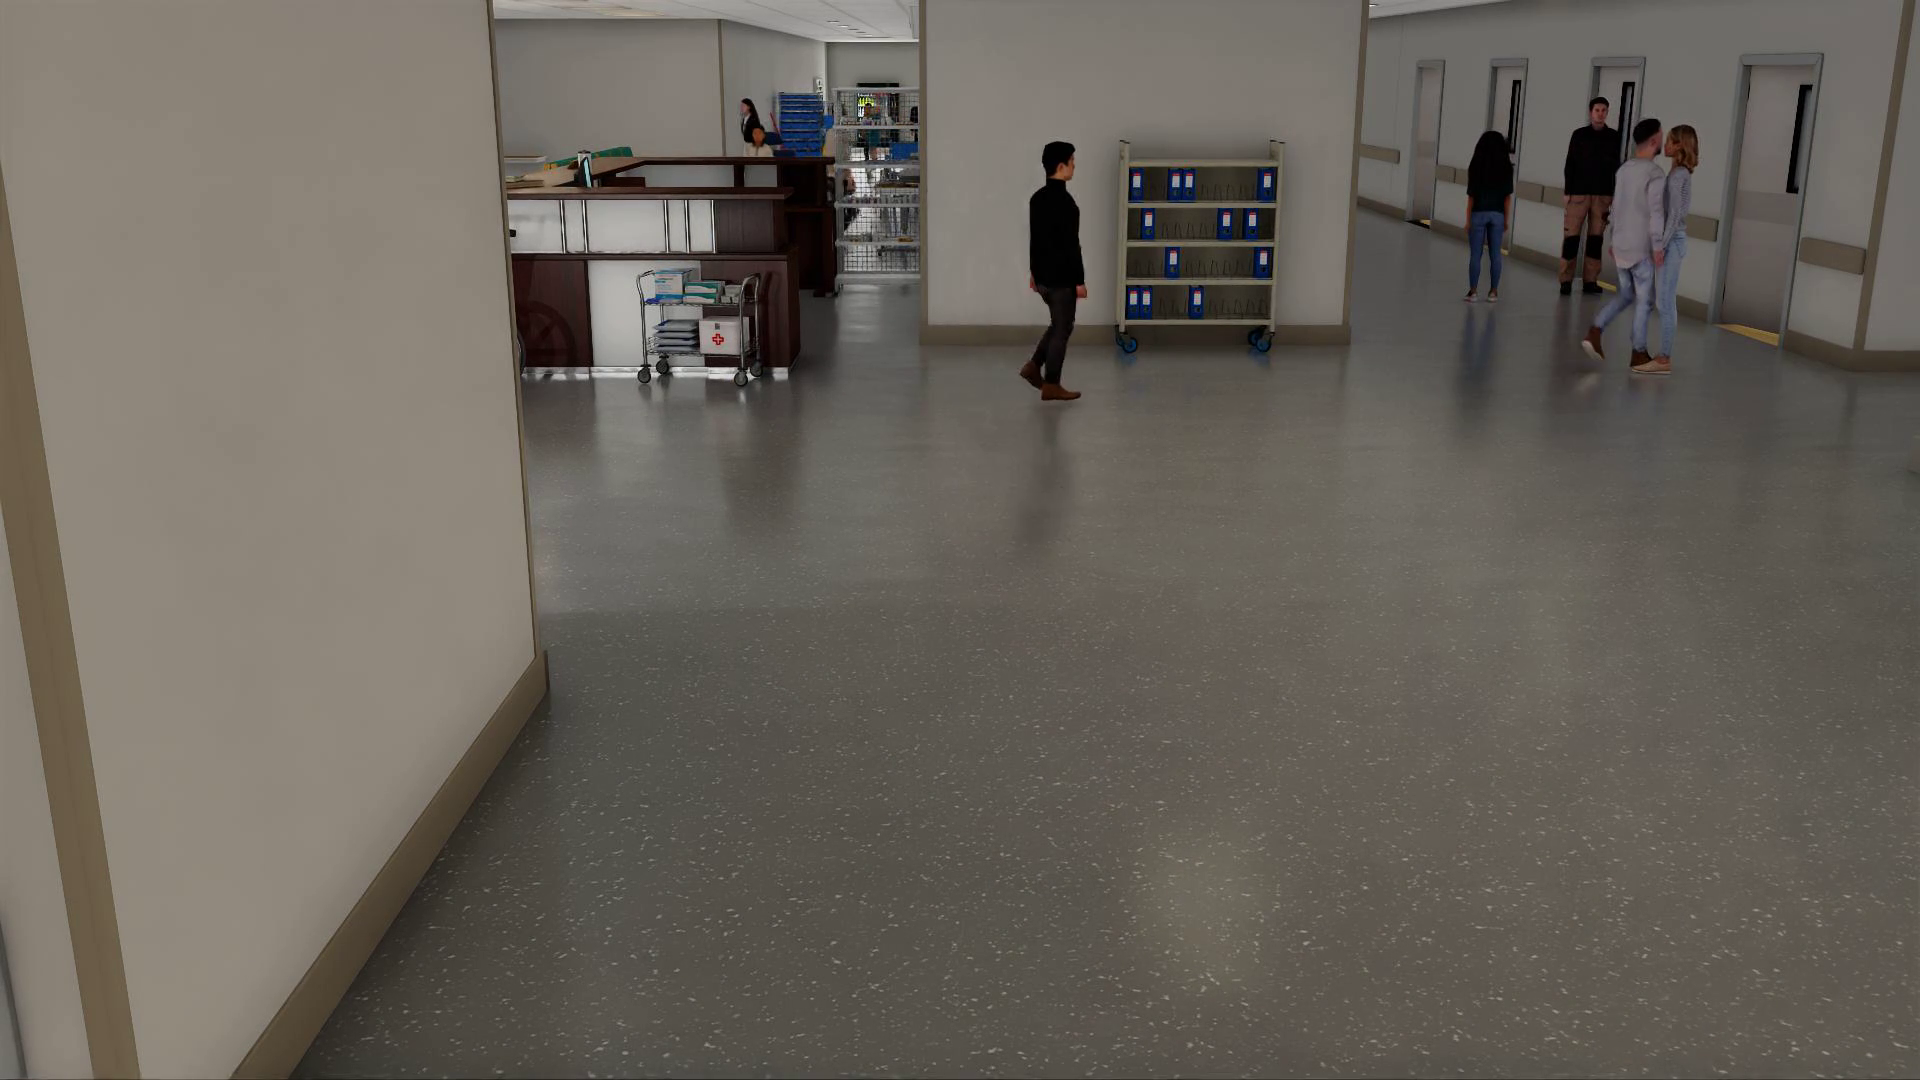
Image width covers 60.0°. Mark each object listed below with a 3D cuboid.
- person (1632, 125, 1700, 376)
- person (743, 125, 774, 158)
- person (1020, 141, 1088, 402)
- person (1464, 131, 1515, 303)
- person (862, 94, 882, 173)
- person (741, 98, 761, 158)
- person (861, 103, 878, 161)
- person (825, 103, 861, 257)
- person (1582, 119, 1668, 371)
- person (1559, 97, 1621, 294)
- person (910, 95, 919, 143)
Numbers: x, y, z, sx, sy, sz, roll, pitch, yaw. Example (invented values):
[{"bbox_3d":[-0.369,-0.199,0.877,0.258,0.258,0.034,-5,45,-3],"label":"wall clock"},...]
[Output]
[{"bbox_3d":[5.197,-2.121,12.178,0.654,1.796,0.662,8,17,25],"label":"person"},{"bbox_3d":[-2.788,-5.010,23.084,0.863,1.439,0.747,3,16,10],"label":"person"},{"bbox_3d":[0.589,-1.767,11.079,0.749,1.711,0.737,-5,17,-19],"label":"person"},{"bbox_3d":[5.087,-3.119,16.056,0.565,1.614,0.689,2,16,8],"label":"person"},{"bbox_3d":[-1.917,-8.844,36.272,0.958,1.661,0.727,3,16,9],"label":"person"},{"bbox_3d":[-3.353,-6.408,27.606,1.231,1.676,1.147,-15,22,-43],"label":"person"},{"bbox_3d":[-2.108,-9.469,38.872,0.629,1.454,0.723,8,18,26],"label":"person"},{"bbox_3d":[-1.491,-4.262,19.764,0.881,1.800,0.821,-15,22,-43],"label":"person"},{"bbox_3d":[4.938,-2.157,12.246,0.946,1.829,0.786,-3,16,-11],"label":"person"},{"bbox_3d":[6.294,-3.440,16.619,0.547,1.925,0.758,1,16,4],"label":"person"},{"bbox_3d":[-0.859,-9.183,37.460,0.547,1.671,0.743,0,16,-1],"label":"person"}]
